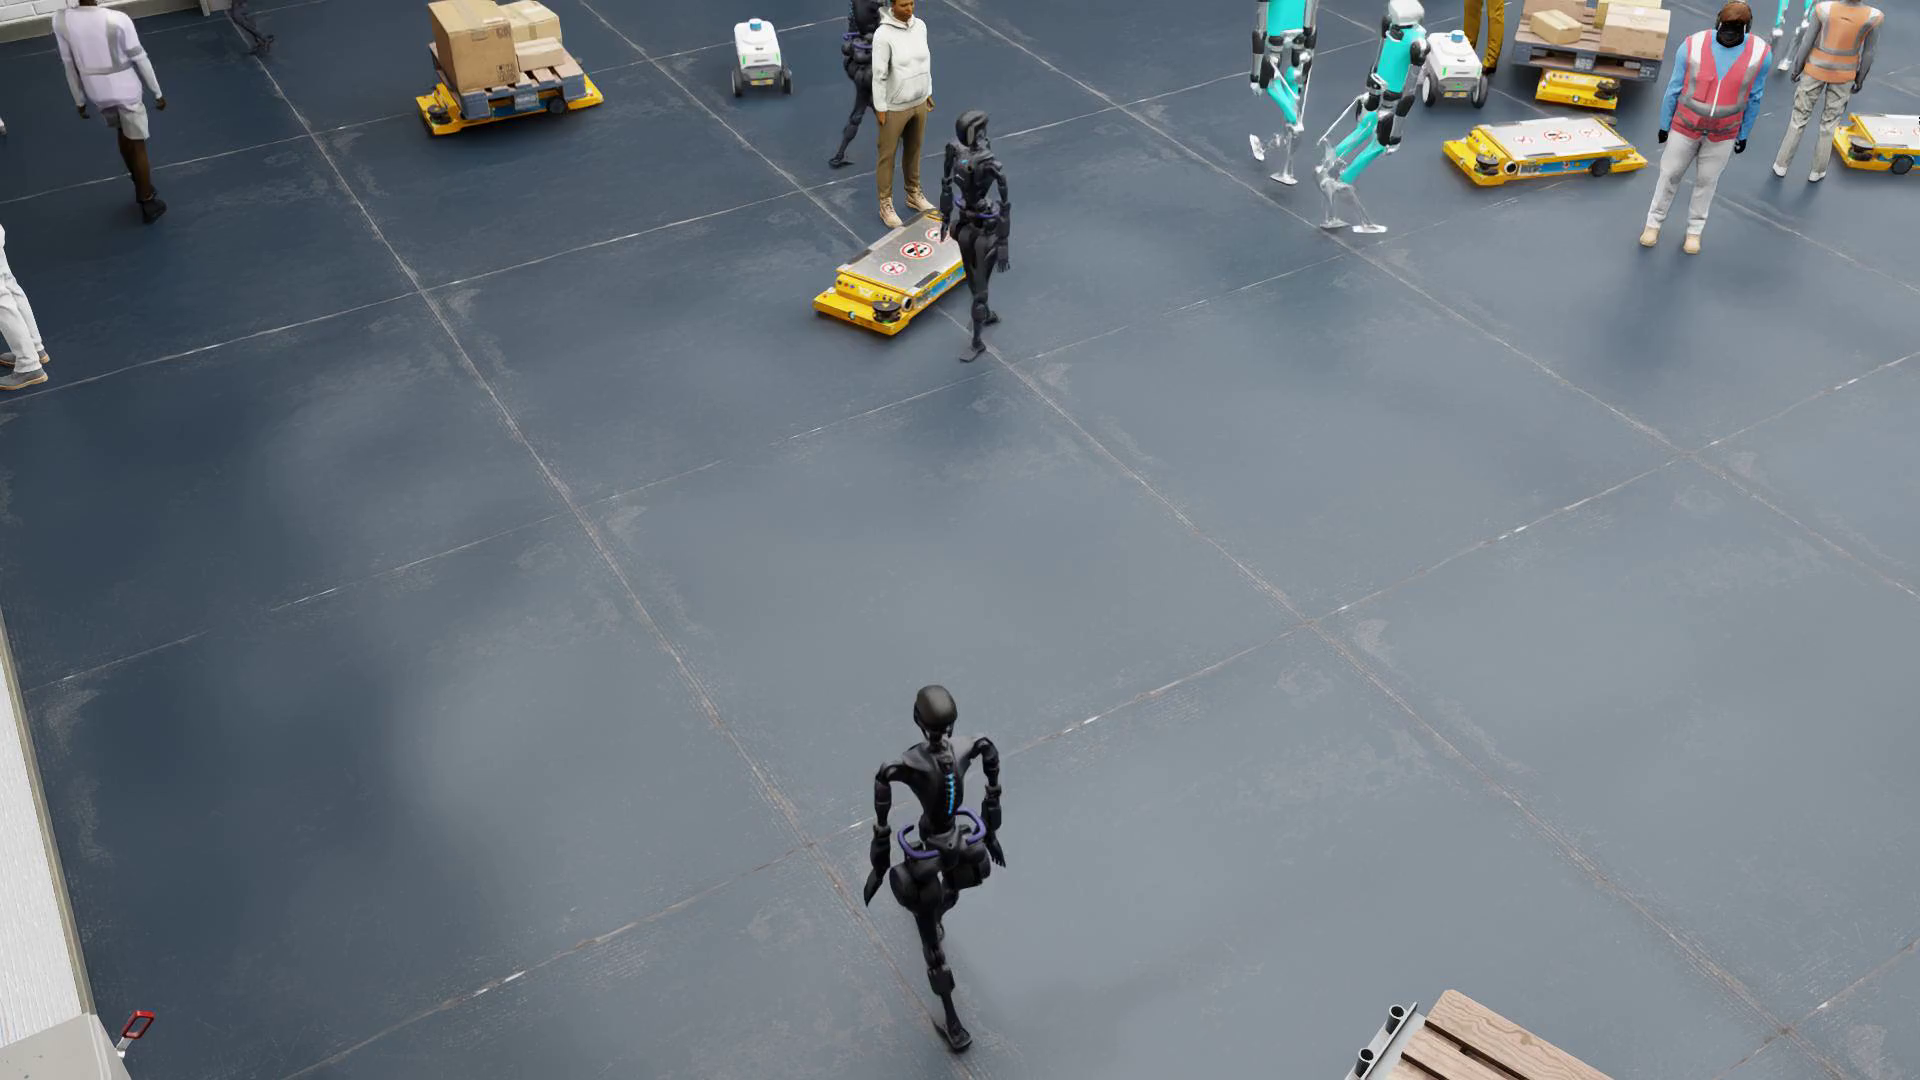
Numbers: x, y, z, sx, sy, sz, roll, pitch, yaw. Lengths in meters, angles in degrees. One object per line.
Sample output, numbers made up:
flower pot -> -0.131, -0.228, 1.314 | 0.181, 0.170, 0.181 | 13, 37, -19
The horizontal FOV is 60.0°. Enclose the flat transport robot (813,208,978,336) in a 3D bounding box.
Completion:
flat transport robot -> -0.340, -1.905, 11.695 | 0.659, 0.231, 1.431 | 22, 44, 26

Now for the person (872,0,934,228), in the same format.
person -> -0.432, -3.166, 12.081 | 0.519, 1.767, 0.373 | -28, 46, -31

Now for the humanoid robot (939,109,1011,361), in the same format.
humanoid robot -> 0.095, -2.007, 10.709 | 0.616, 1.631, 0.605 | 30, 47, 32

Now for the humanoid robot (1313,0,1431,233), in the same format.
humanoid robot -> 2.827, -2.924, 11.806 | 0.724, 1.791, 0.553 | -12, 40, -15

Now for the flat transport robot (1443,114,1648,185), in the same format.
flat transport robot -> 4.645, -3.094, 13.196 | 1.431, 0.231, 0.659 | -8, 39, -10

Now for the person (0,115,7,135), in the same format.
person -> -7.999, -3.989, 13.056 | 0.385, 1.844, 0.564 | 8, 39, 10

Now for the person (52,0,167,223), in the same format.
person -> -6.115, -3.299, 12.124 | 0.579, 1.915, 0.657 | -1, 38, -1

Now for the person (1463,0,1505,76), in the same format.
person -> 4.524, -4.868, 14.250 | 0.348, 1.748, 0.525 | -18, 42, -21

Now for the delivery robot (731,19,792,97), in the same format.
delivery robot -> -1.740, -4.183, 14.337 | 0.499, 0.592, 0.795 | -7, 39, -9

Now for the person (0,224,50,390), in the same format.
person -> -6.091, -1.812, 10.280 | 0.354, 1.883, 0.572 | -11, 40, -13

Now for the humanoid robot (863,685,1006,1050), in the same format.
humanoid robot -> -0.103, 1.243, 6.636 | 0.613, 1.619, 0.796 | -17, 41, -20

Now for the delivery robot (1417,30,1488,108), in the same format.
delivery robot -> 4.175, -4.002, 14.125 | 0.518, 0.612, 0.784 | 1, 38, 2

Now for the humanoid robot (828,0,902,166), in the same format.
humanoid robot -> -0.719, -3.735, 12.909 | 0.799, 1.615, 0.610 | -20, 42, -23

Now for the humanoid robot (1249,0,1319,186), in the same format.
humanoid robot -> 2.506, -3.474, 12.505 | 0.566, 1.734, 1.039 | -13, 40, -16

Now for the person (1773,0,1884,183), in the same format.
person -> 6.592, -3.518, 12.627 | 0.521, 1.636, 0.309 | 17, 41, 20

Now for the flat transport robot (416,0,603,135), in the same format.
flat transport robot -> -3.802, -3.748, 14.021 | 1.431, 0.231, 0.659 | -17, 42, -21

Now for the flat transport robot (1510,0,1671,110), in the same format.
flat transport robot -> 5.449, -4.156, 14.535 | 0.659, 0.231, 1.431 | 13, 40, 16

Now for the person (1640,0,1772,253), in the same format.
person -> 5.232, -2.894, 11.691 | 0.628, 1.836, 0.431 | 13, 40, 16

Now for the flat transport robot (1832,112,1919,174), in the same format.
flat transport robot -> 7.755, -3.141, 13.256 | 1.431, 0.231, 0.659 | 4, 39, 6

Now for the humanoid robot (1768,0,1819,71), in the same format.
humanoid robot -> 7.165, -4.766, 14.152 | 0.559, 1.799, 0.783 | 13, 40, 15

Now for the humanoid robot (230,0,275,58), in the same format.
humanoid robot -> -6.355, -5.024, 14.493 | 0.343, 1.646, 0.589 | -29, 46, -31
